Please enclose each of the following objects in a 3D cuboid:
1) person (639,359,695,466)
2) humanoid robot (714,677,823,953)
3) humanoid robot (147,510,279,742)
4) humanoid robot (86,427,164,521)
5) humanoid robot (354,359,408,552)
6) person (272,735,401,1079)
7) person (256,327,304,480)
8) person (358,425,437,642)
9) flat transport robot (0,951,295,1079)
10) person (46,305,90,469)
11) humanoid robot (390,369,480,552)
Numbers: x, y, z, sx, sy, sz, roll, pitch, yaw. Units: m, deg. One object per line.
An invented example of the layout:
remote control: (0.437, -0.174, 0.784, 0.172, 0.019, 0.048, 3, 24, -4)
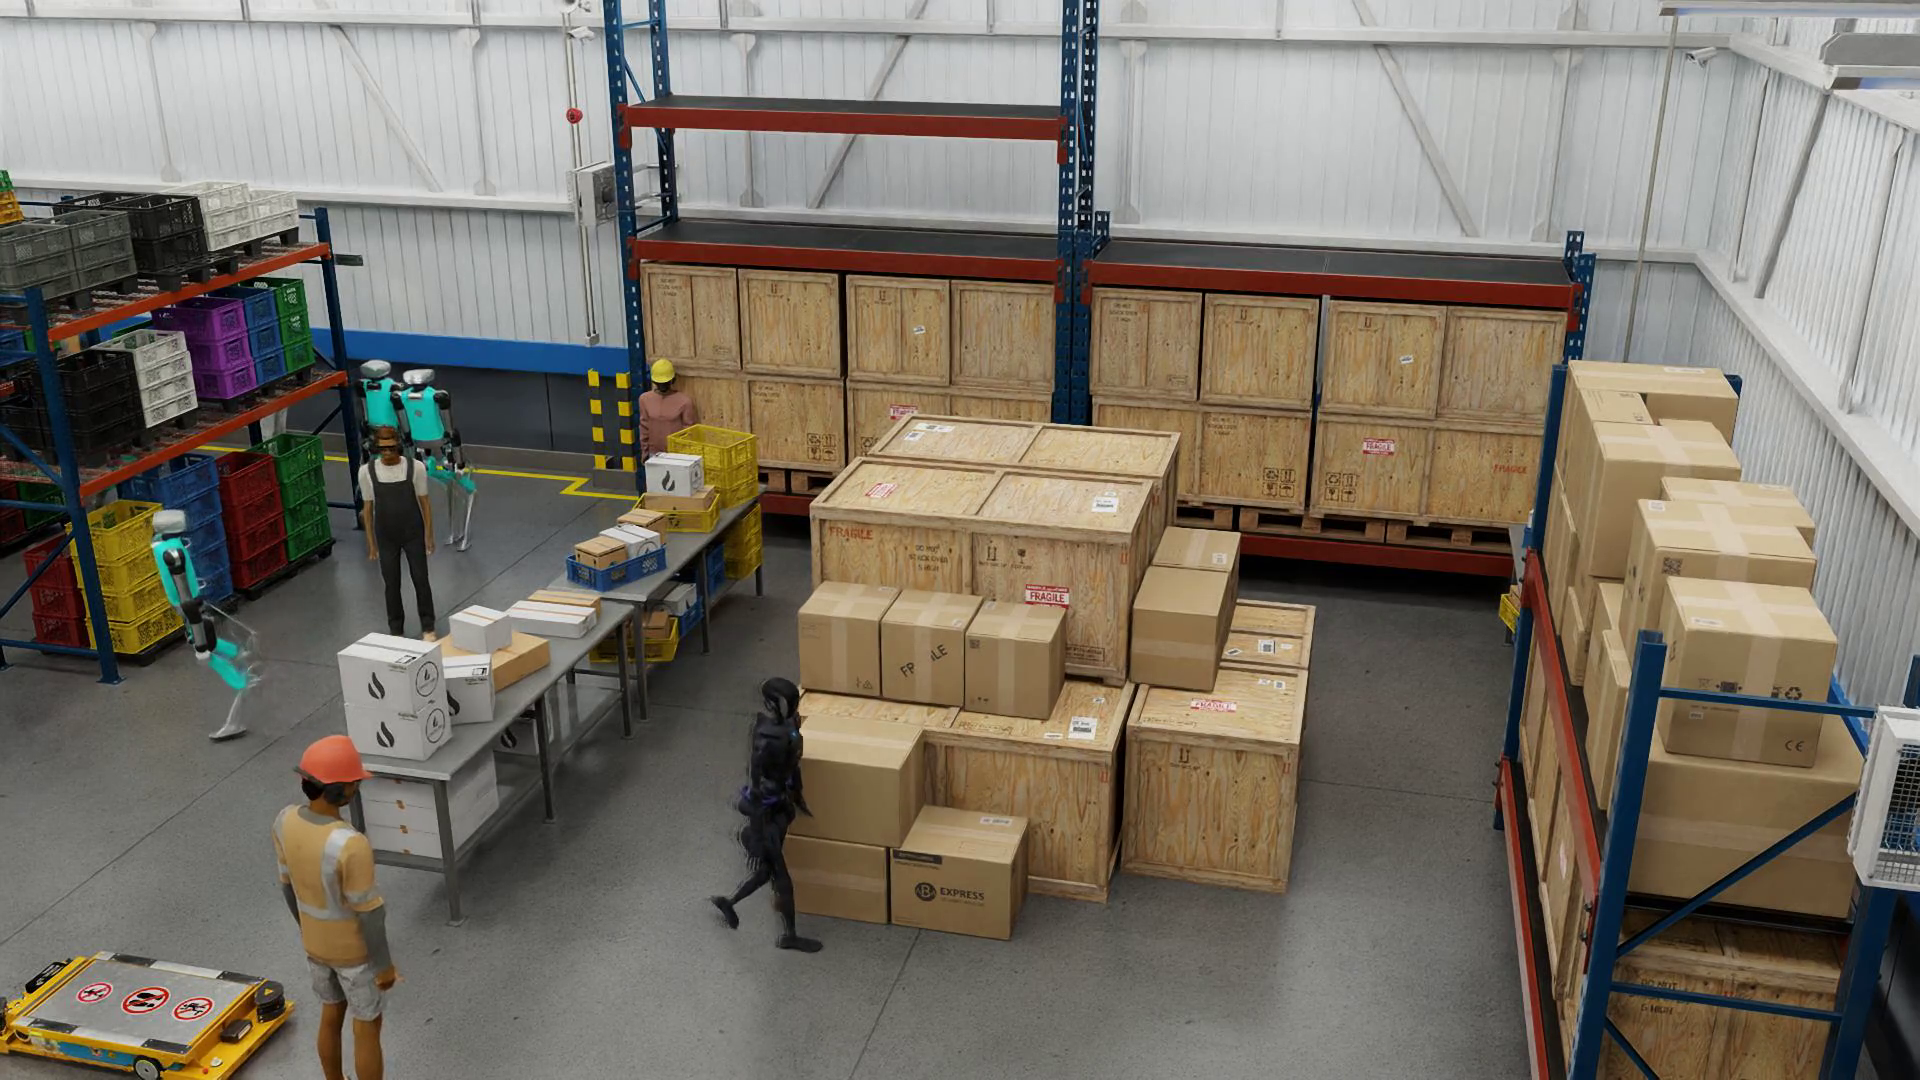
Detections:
person: (-2.631, -0.781, 15.005, 0.522, 1.761, 0.336, 3, 21, 8)
humanoid robot: (-1.102, 1.503, 9.219, 0.695, 1.650, 0.598, 7, 22, 18)
humanoid robot: (-5.042, 0.652, 11.442, 0.764, 1.896, 0.546, -13, 24, -31)
humanoid robot: (-7.407, -0.695, 14.813, 0.542, 1.771, 0.911, 9, 23, 23)
humanoid robot: (-5.195, -0.638, 14.735, 0.554, 1.842, 0.682, 10, 23, 24)
person: (-2.845, 1.848, 7.746, 0.608, 2.030, 0.405, 13, 25, 31)
person: (-6.870, -1.419, 16.564, 0.430, 1.838, 0.618, 3, 21, 7)
person: (-4.343, -0.022, 12.910, 0.505, 1.838, 0.341, -6, 22, -15)
flat transport robot: (-4.270, 2.464, 8.601, 1.431, 0.231, 0.659, 5, 22, 13)
person: (-9.205, -1.678, 17.104, 0.376, 1.932, 0.550, -1, 21, -2)
humanoid robot: (-4.634, -0.750, 14.958, 0.565, 1.774, 0.854, 3, 21, 7)
